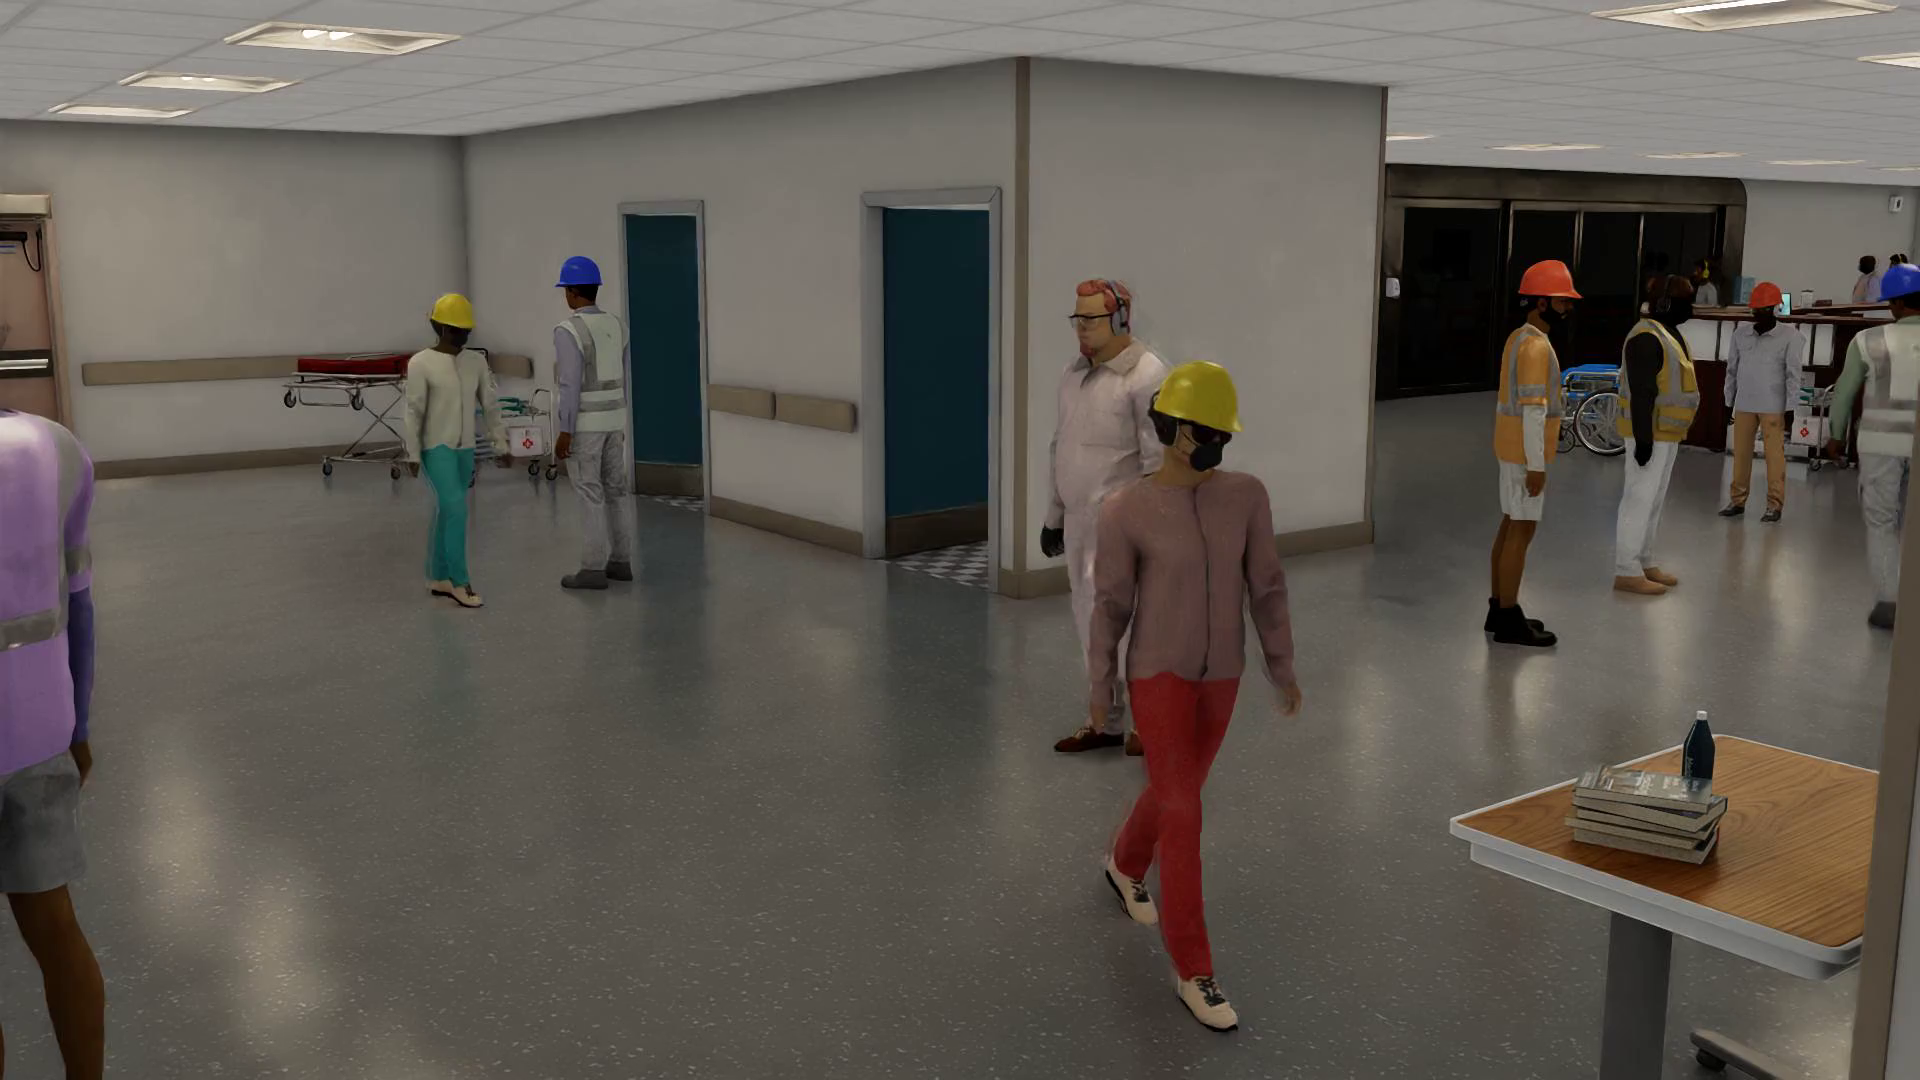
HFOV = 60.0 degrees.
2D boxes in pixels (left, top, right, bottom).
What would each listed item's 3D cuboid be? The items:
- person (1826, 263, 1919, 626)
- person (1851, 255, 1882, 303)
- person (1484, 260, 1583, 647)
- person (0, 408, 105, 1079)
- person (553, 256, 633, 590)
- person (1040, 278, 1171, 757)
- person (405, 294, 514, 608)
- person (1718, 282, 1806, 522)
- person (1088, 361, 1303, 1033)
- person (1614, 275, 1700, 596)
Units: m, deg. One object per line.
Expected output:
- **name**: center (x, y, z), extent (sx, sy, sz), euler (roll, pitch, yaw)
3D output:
- **person**: center (4.987, -0.501, 8.846), extent (0.635, 1.913, 0.656), euler (2, 10, 12)
- **person**: center (14.666, -3.709, 27.075), extent (0.579, 1.820, 0.651), euler (2, 10, 9)
- **person**: center (2.906, -0.439, 8.433), extent (0.377, 1.936, 0.549), euler (2, 10, 10)
- **person**: center (-2.045, 0.413, 3.415), extent (0.410, 2.032, 0.609), euler (3, 11, 17)
- **person**: center (-2.173, -0.684, 9.774), extent (0.404, 1.945, 0.616), euler (4, 11, 23)
- **person**: center (0.552, -0.067, 6.501), extent (0.419, 1.890, 0.651), euler (-5, 11, -27)
- **person**: center (-2.807, -0.502, 9.318), extent (0.662, 1.728, 0.550), euler (6, 12, 29)
- **person**: center (5.835, -1.003, 12.146), extent (0.361, 1.742, 0.563), euler (-7, 12, -36)
- **person**: center (0.615, 0.354, 4.616), extent (0.521, 1.716, 0.921), euler (-5, 11, -26)
- **person**: center (4.048, -0.610, 9.671), extent (0.429, 1.839, 0.635), euler (7, 12, 35)
